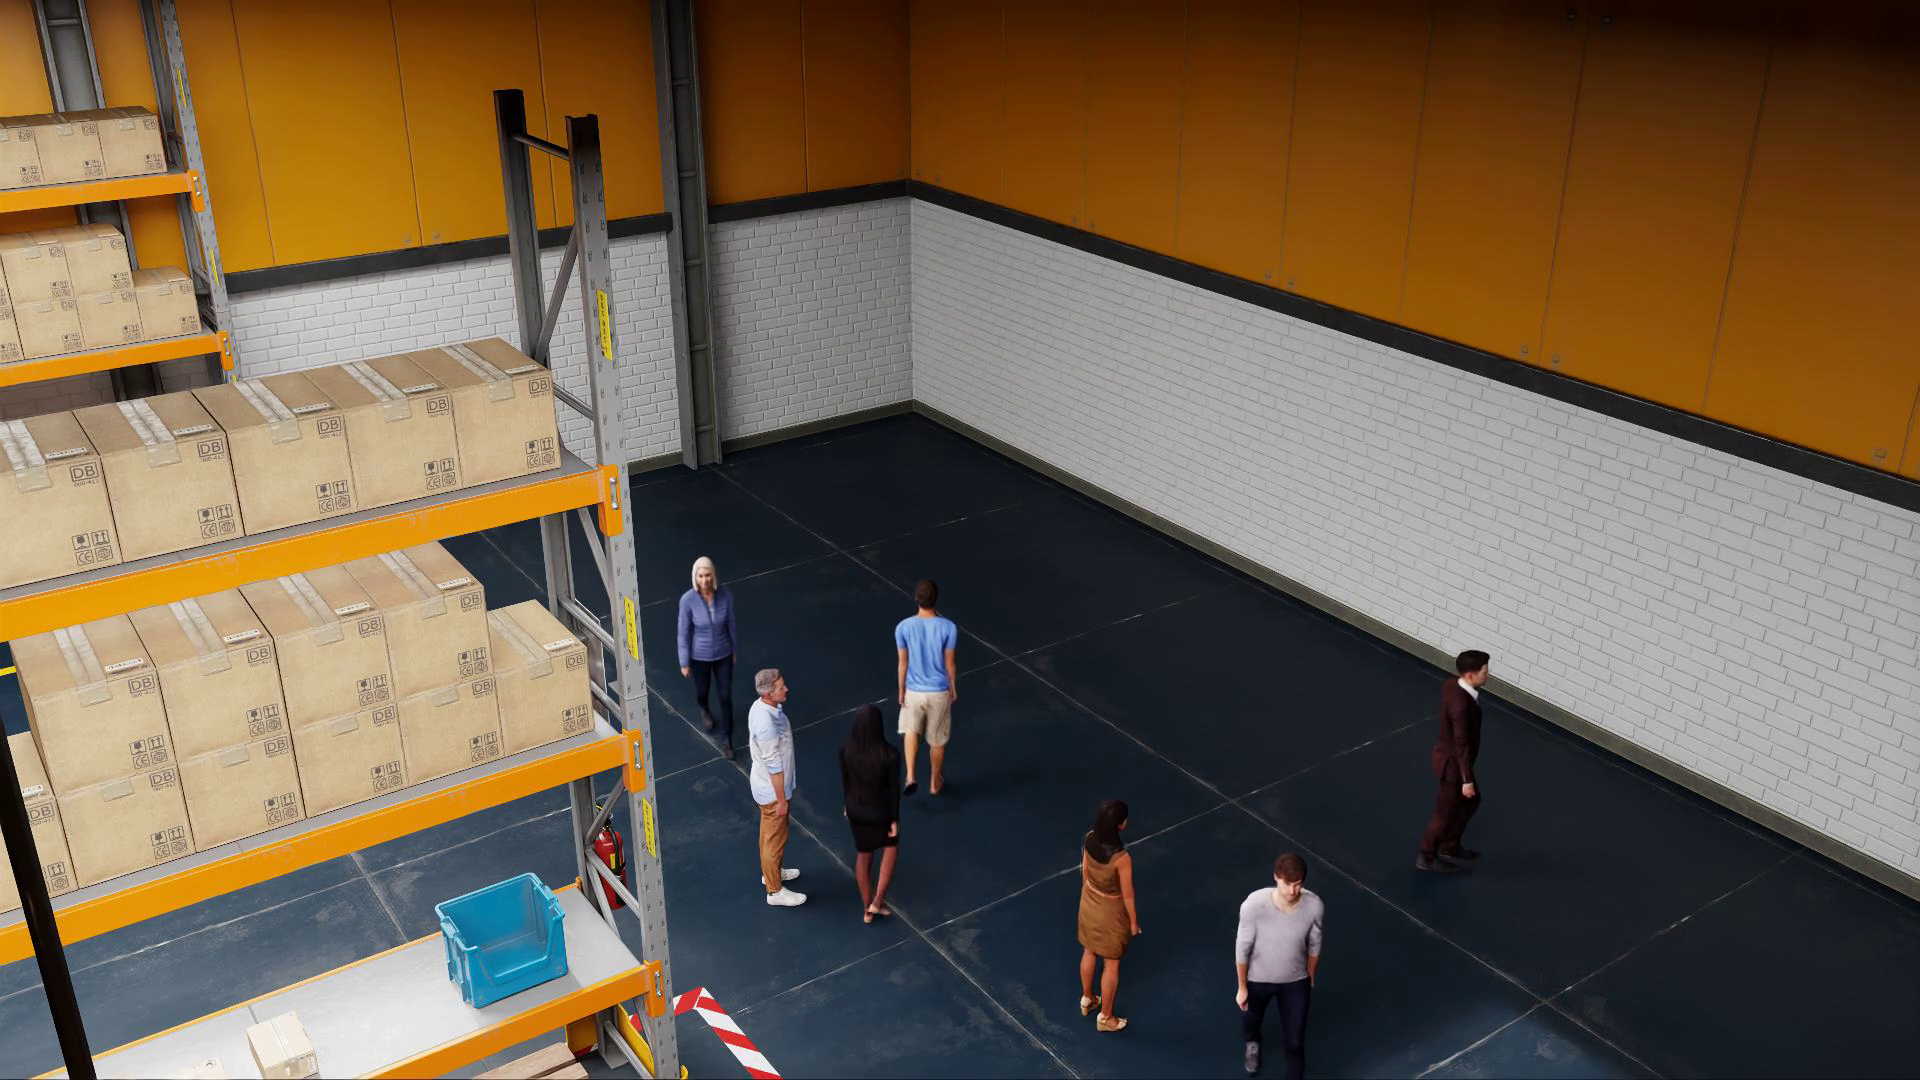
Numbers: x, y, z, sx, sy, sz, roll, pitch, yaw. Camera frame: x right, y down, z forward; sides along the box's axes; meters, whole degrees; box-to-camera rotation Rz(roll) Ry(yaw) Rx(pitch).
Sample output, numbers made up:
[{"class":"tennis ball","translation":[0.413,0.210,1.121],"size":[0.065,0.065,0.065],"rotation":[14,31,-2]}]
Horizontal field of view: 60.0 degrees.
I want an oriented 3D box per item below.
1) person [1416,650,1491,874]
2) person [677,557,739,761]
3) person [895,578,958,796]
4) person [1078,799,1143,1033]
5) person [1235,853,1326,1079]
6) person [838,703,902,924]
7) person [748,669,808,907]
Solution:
[{"class":"person","translation":[3.515,1.617,12.112],"size":[0.932,1.845,0.873],"rotation":[4,24,8]},{"class":"person","translation":[-2.106,0.908,13.896],"size":[1.151,1.715,0.960],"rotation":[-8,25,-17]},{"class":"person","translation":[-0.254,1.222,13.009],"size":[0.900,1.849,0.946],"rotation":[2,24,4]},{"class":"person","translation":[0.914,2.375,10.574],"size":[0.489,1.688,0.567],"rotation":[-19,30,-36]},{"class":"person","translation":[1.885,2.577,9.991],"size":[1.167,1.785,1.175],"rotation":[2,24,5]},{"class":"person","translation":[-0.647,1.948,11.521],"size":[0.765,1.710,0.823],"rotation":[6,24,13]},{"class":"person","translation":[-1.337,1.734,11.864],"size":[0.719,1.828,0.757],"rotation":[-5,24,-11]}]
